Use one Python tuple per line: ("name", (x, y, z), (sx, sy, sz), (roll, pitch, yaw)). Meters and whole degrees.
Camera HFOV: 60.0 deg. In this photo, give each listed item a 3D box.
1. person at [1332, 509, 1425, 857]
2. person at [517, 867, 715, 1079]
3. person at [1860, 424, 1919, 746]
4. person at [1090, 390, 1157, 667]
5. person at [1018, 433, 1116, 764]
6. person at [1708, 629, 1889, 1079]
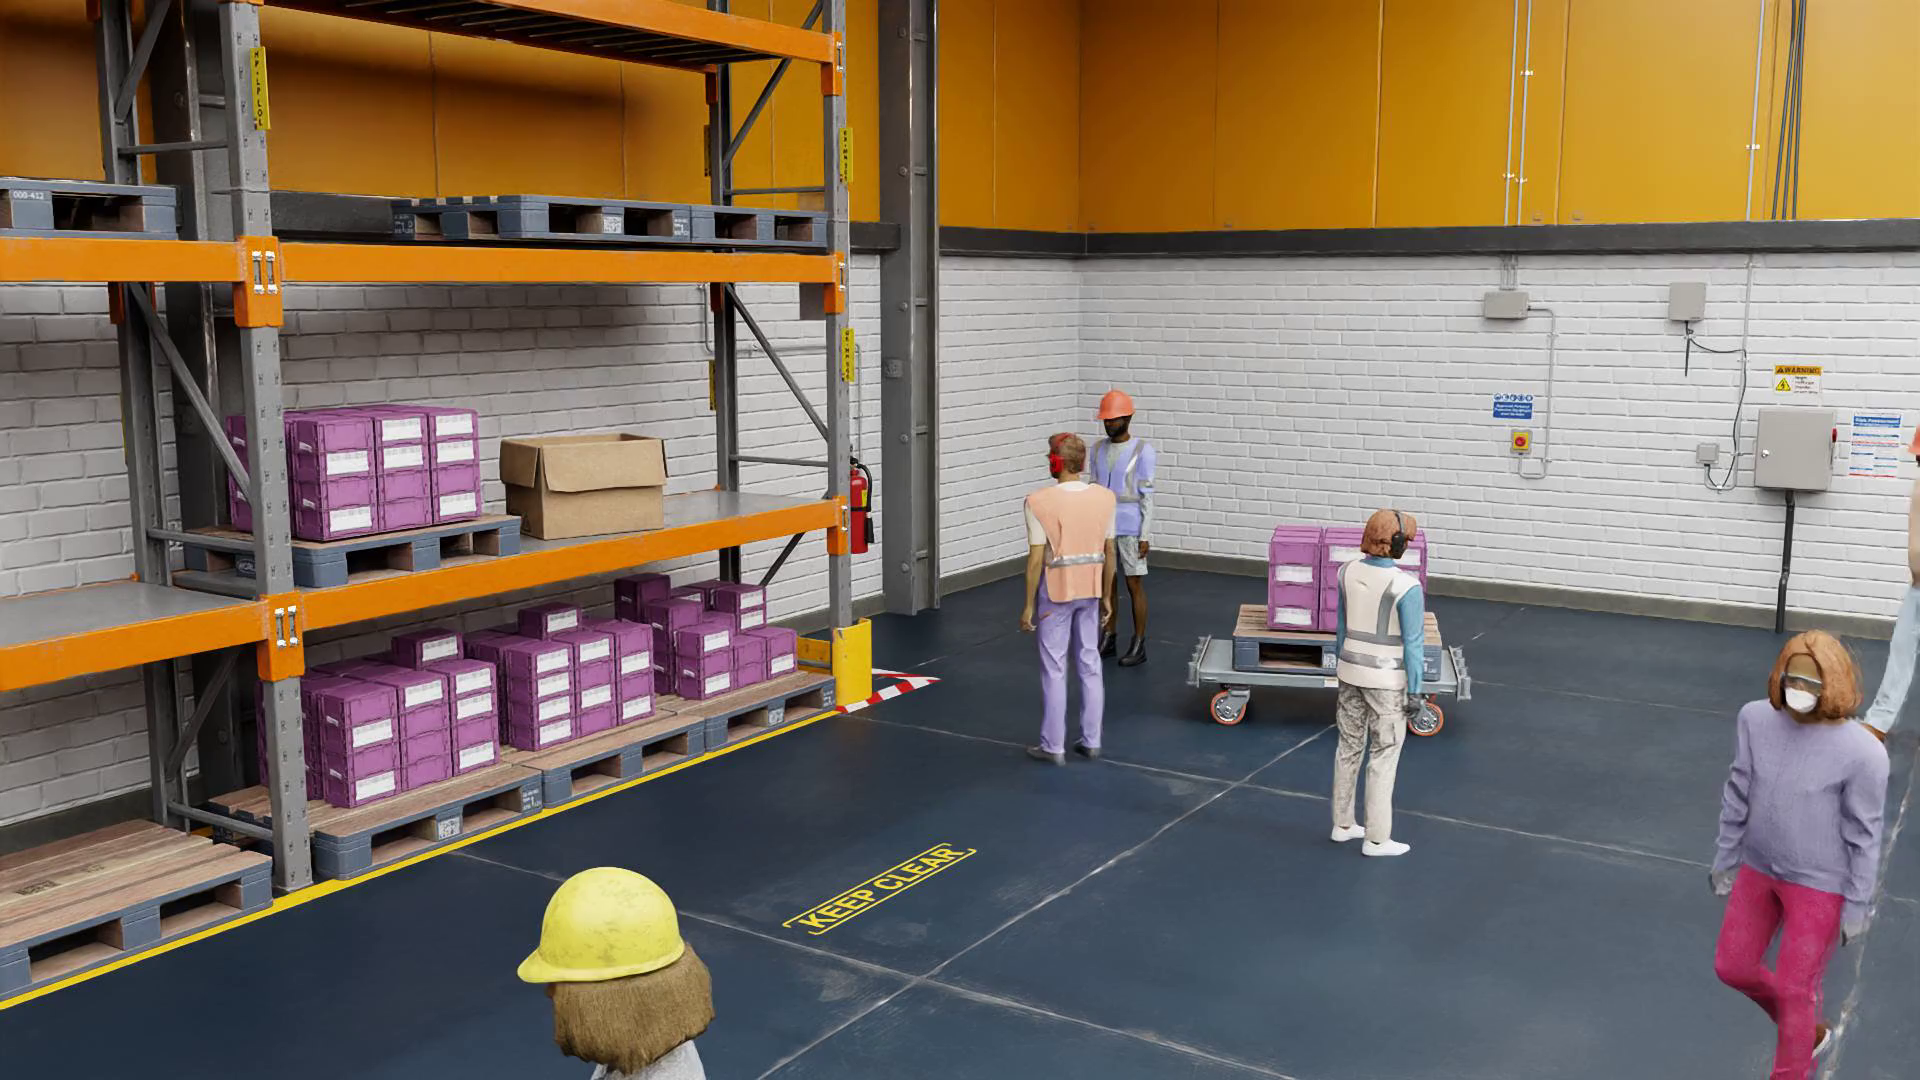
("person", (1.935, 0.664, 7.730), (0.319, 1.630, 0.528), (-5, 10, -31))
("person", (-0.534, 1.376, 2.743), (0.324, 1.740, 0.492), (-2, 9, -14))
("person", (5.526, 0.268, 9.346), (1.010, 1.927, 0.627), (0, 9, -2))
("person", (1.100, -0.082, 11.622), (0.544, 1.930, 0.387), (8, 12, 41))
("person", (0.585, 0.330, 9.233), (0.603, 1.841, 0.454), (-5, 10, -27))
("person", (2.618, 1.059, 5.183), (0.413, 1.614, 0.517), (-5, 10, -27))
